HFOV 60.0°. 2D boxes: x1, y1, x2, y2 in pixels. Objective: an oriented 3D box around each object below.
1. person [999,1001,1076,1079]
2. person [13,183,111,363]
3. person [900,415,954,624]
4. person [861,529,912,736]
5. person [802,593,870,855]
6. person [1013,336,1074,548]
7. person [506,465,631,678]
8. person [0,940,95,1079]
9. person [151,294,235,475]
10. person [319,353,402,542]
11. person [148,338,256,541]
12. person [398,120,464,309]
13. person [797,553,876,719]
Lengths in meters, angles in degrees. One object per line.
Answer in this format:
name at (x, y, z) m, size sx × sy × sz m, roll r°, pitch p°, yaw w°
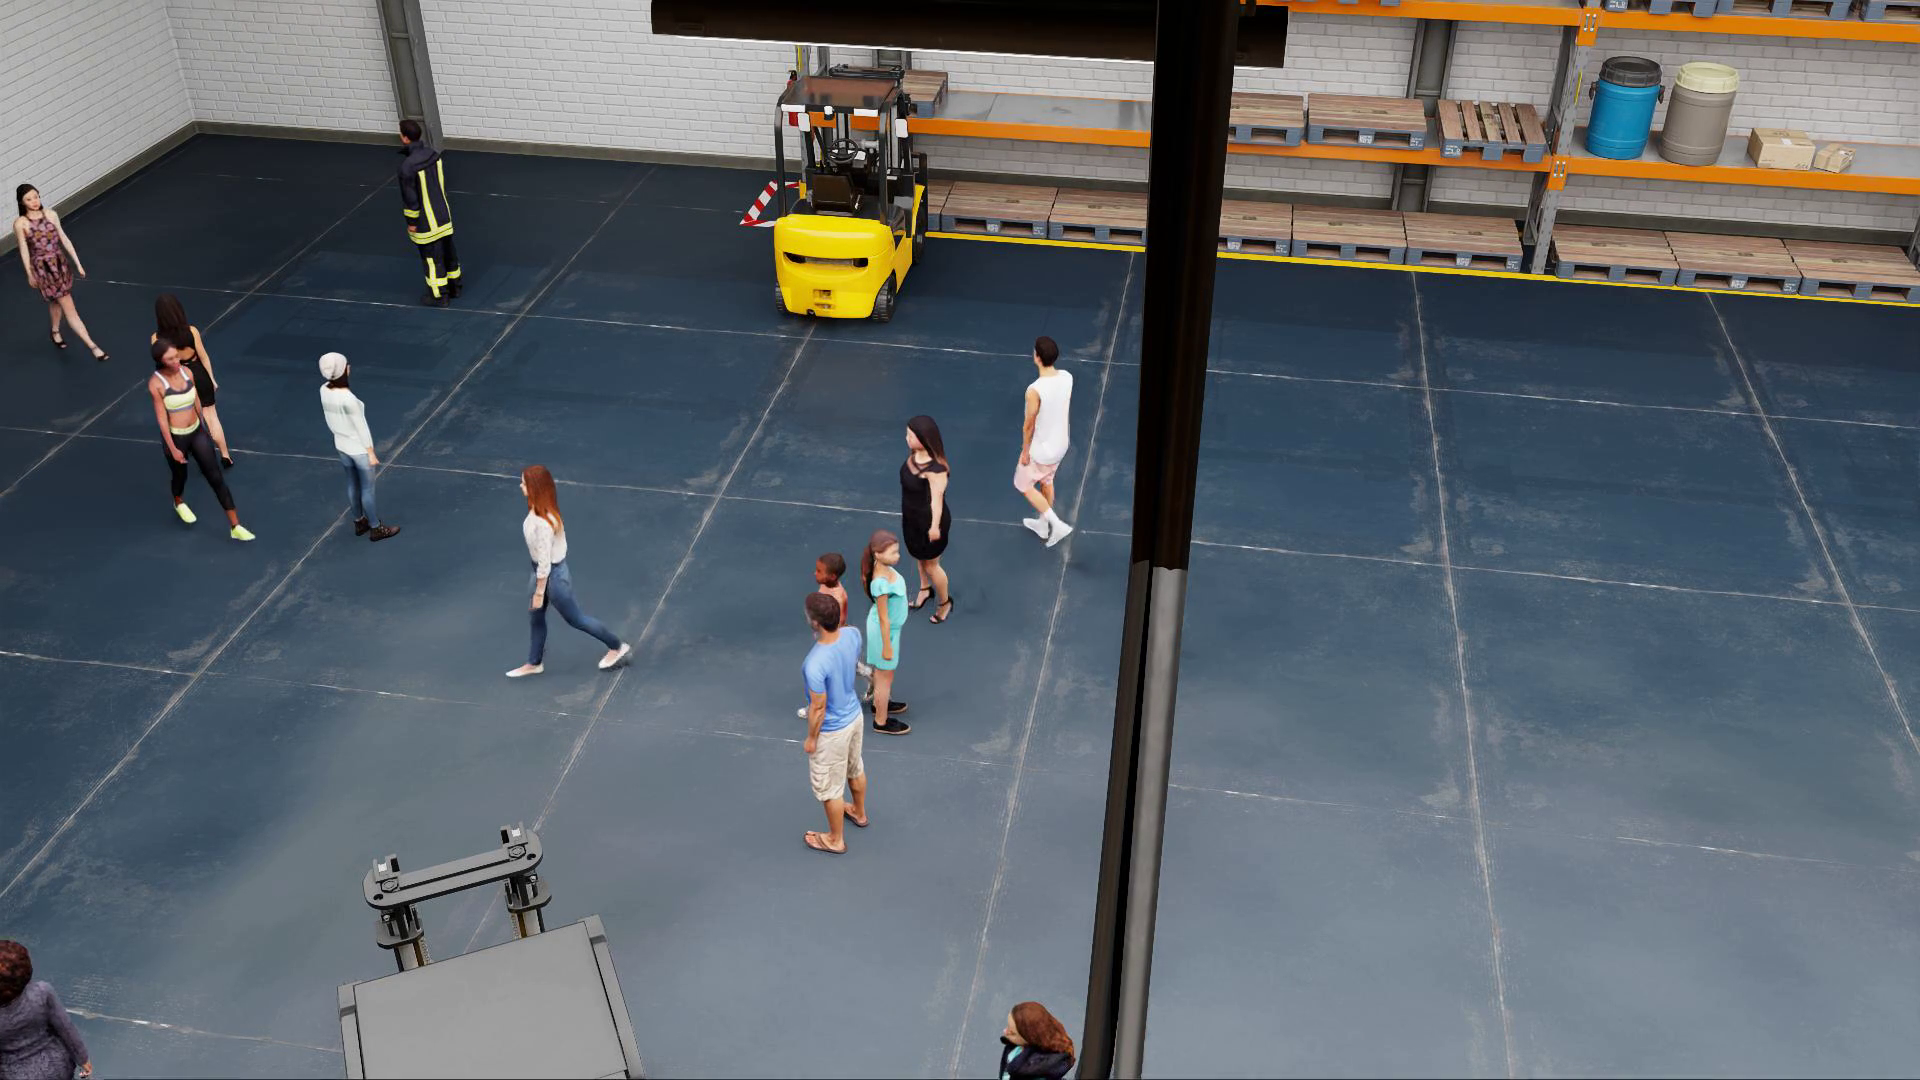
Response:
person at (0.377, 2.760, 8.000) m, size 0.911 × 1.483 × 0.702 m, roll -2°, pitch 34°, yaw -3°
person at (-8.619, -2.519, 15.735) m, size 1.234 × 1.713 × 0.922 m, roll 20°, pitch 38°, yaw 27°
person at (-0.216, -0.159, 12.180) m, size 0.741 × 1.718 × 0.748 m, roll -8°, pitch 35°, yaw -12°
person at (-0.502, 0.602, 11.180) m, size 0.579 × 1.557 × 0.588 m, roll -2°, pitch 34°, yaw -2°
person at (-0.757, 1.102, 10.150) m, size 0.692 × 1.865 × 0.724 m, roll 18°, pitch 38°, yaw 25°
person at (0.711, -0.717, 12.967) m, size 0.897 × 1.776 × 0.982 m, roll -26°, pitch 42°, yaw -34°
person at (-2.748, 0.249, 11.582) m, size 1.180 × 1.700 × 0.952 m, roll -11°, pitch 35°, yaw -16°
person at (-4.401, 2.641, 8.005) m, size 1.170 × 1.676 × 1.005 m, roll 29°, pitch 43°, yaw 36°
person at (-6.449, -1.286, 13.942) m, size 0.598 × 1.645 × 0.690 m, roll -15°, pitch 36°, yaw -21°
person at (-4.787, -0.749, 13.134) m, size 0.570 × 1.645 × 0.703 m, roll 21°, pitch 39°, yaw 29°
person at (-6.183, -0.796, 13.149) m, size 1.224 × 1.706 × 0.956 m, roll 24°, pitch 40°, yaw 31°
person at (-5.337, -3.290, 16.702) m, size 0.739 × 1.927 × 0.834 m, roll 12°, pitch 36°, yaw 18°
person at (-0.806, 0.639, 11.363) m, size 0.934 × 1.292 × 0.735 m, roll -10°, pitch 35°, yaw -14°
